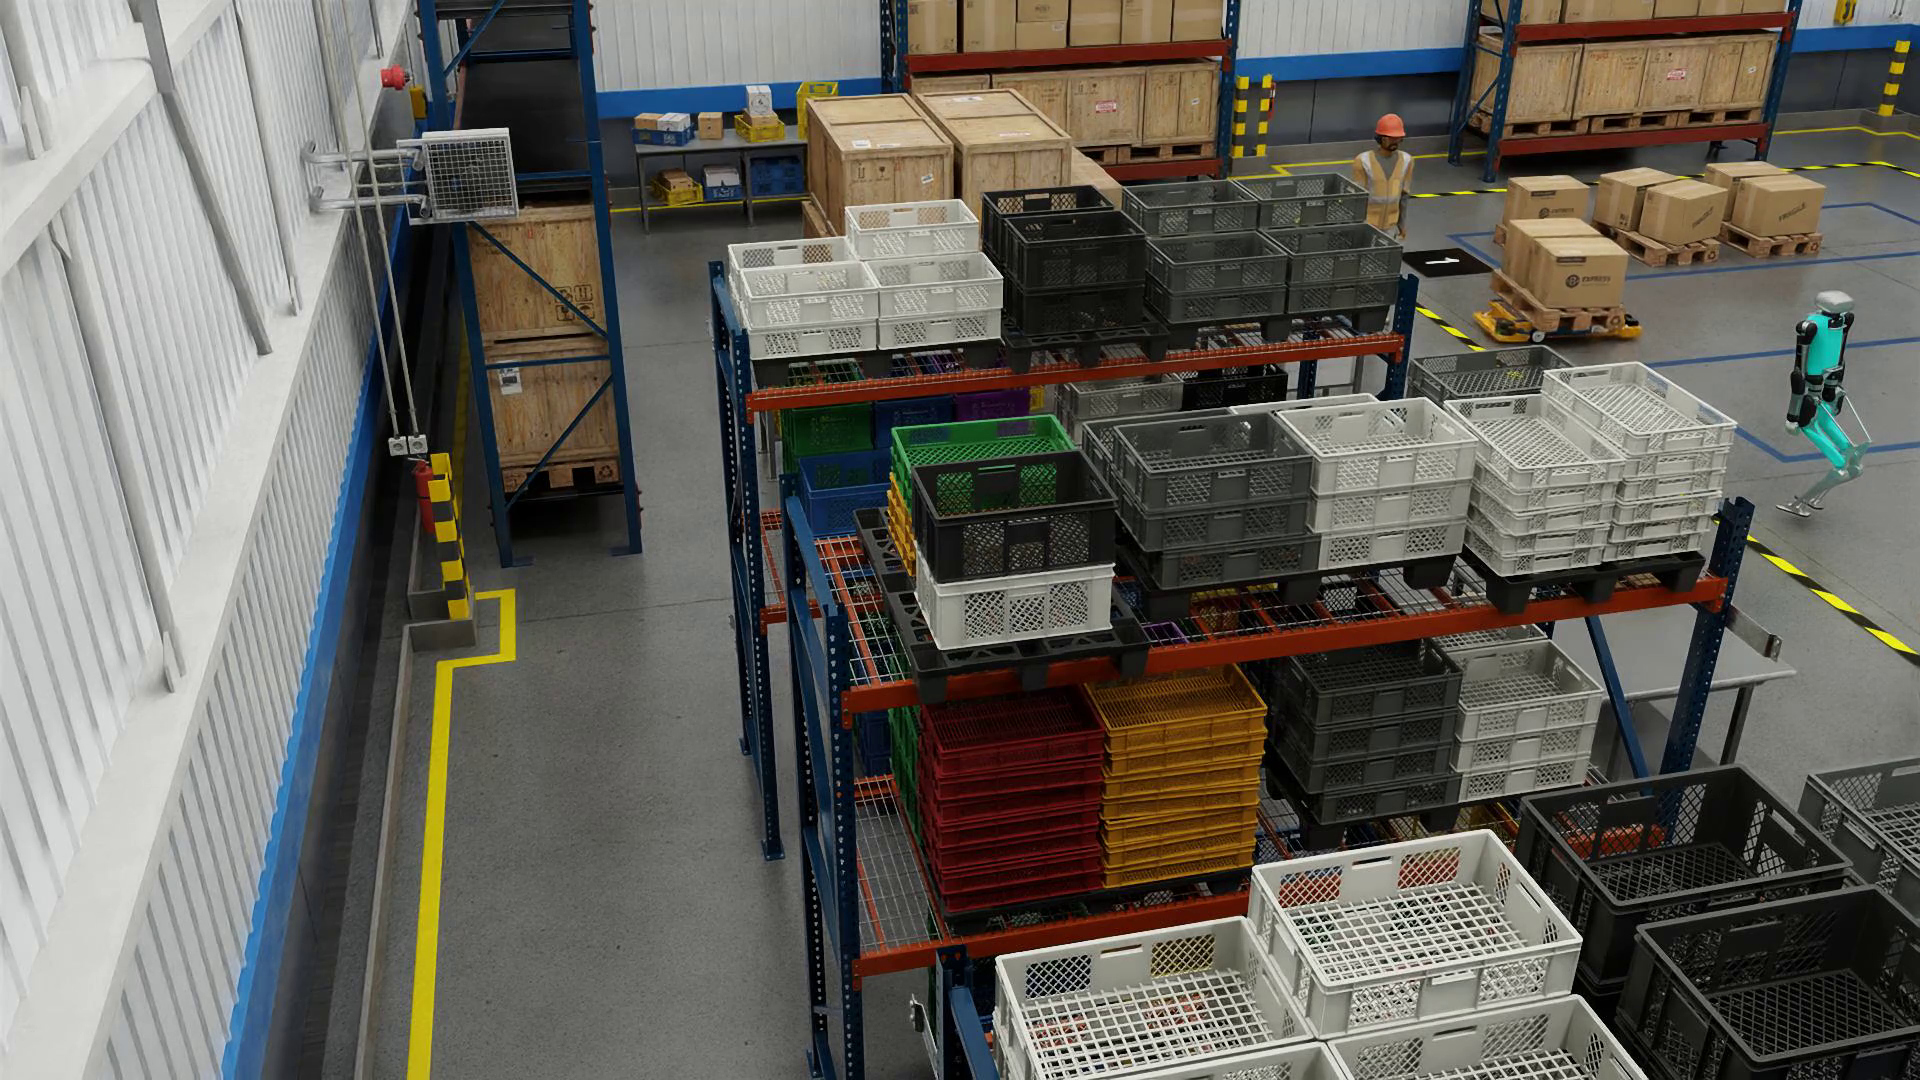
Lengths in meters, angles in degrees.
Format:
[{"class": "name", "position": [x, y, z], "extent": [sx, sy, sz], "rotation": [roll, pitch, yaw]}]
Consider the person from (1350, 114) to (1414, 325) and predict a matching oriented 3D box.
[{"class": "person", "position": [4.007, -3.052, 15.933], "extent": [0.607, 2.048, 0.365], "rotation": [-5, 28, -10]}]

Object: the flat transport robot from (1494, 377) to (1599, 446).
[{"class": "flat transport robot", "position": [4.780, -1.036, 14.013], "extent": [0.659, 0.231, 1.431], "rotation": [-6, 28, -12]}]

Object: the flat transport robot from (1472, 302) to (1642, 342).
[{"class": "flat transport robot", "position": [5.775, -2.146, 16.088], "extent": [1.431, 0.197, 0.652], "rotation": [-3, 28, -6]}]

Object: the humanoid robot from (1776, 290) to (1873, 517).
[{"class": "humanoid robot", "position": [6.380, -0.937, 12.106], "extent": [0.533, 1.677, 0.735], "rotation": [-15, 31, -26]}]
